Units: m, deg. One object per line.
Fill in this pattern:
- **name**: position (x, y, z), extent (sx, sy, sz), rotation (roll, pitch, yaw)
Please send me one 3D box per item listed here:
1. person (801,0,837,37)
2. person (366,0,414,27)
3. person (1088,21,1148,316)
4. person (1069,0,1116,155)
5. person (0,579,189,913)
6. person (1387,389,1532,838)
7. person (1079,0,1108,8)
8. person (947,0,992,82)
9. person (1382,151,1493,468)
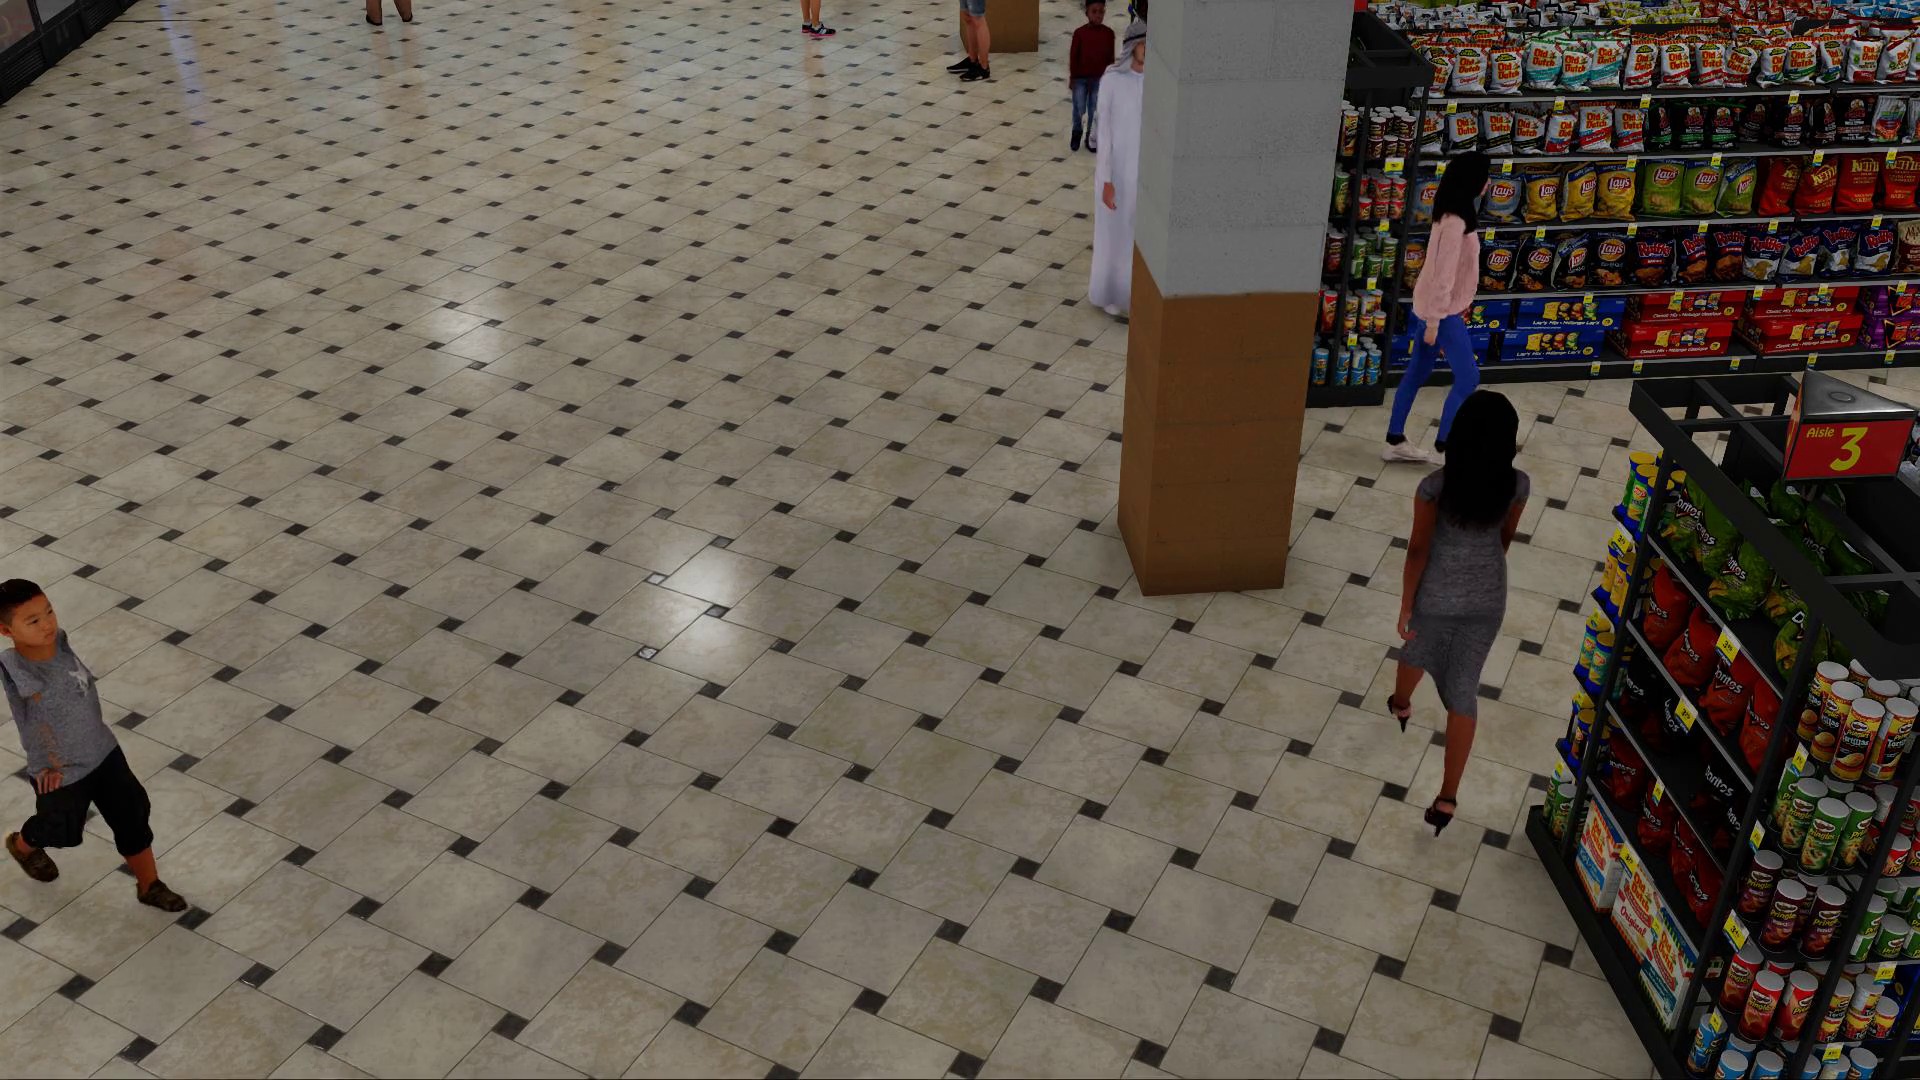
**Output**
- **person**: position (-1.442, -5.811, 16.179), extent (0.676, 1.729, 0.660), rotation (-19, 36, -27)
- **person**: position (-5.827, -6.078, 16.501), extent (0.662, 1.842, 0.816), rotation (-15, 35, -22)
- **person**: position (1.006, -2.272, 10.334), extent (1.109, 1.896, 0.869), rotation (-8, 33, -13)
- **person**: position (1.023, -3.726, 13.282), extent (0.458, 1.249, 0.571), rotation (-4, 32, -7)
- **person**: position (-3.259, 0.723, 5.954), extent (1.066, 1.437, 0.824), rotation (9, 33, 15)
- **person**: position (1.908, 0.324, 6.321), extent (1.134, 1.727, 0.821), rotation (3, 32, 5)
- **person**: position (1.414, -6.465, 17.100), extent (0.585, 1.866, 0.687), rotation (-5, 32, -9)
- **person**: position (0.121, -5.082, 14.896), extent (0.661, 1.846, 0.716), rotation (-12, 34, -18)
- **person**: position (2.422, -1.181, 8.716), extent (0.845, 1.752, 0.798), rotation (7, 33, 11)
